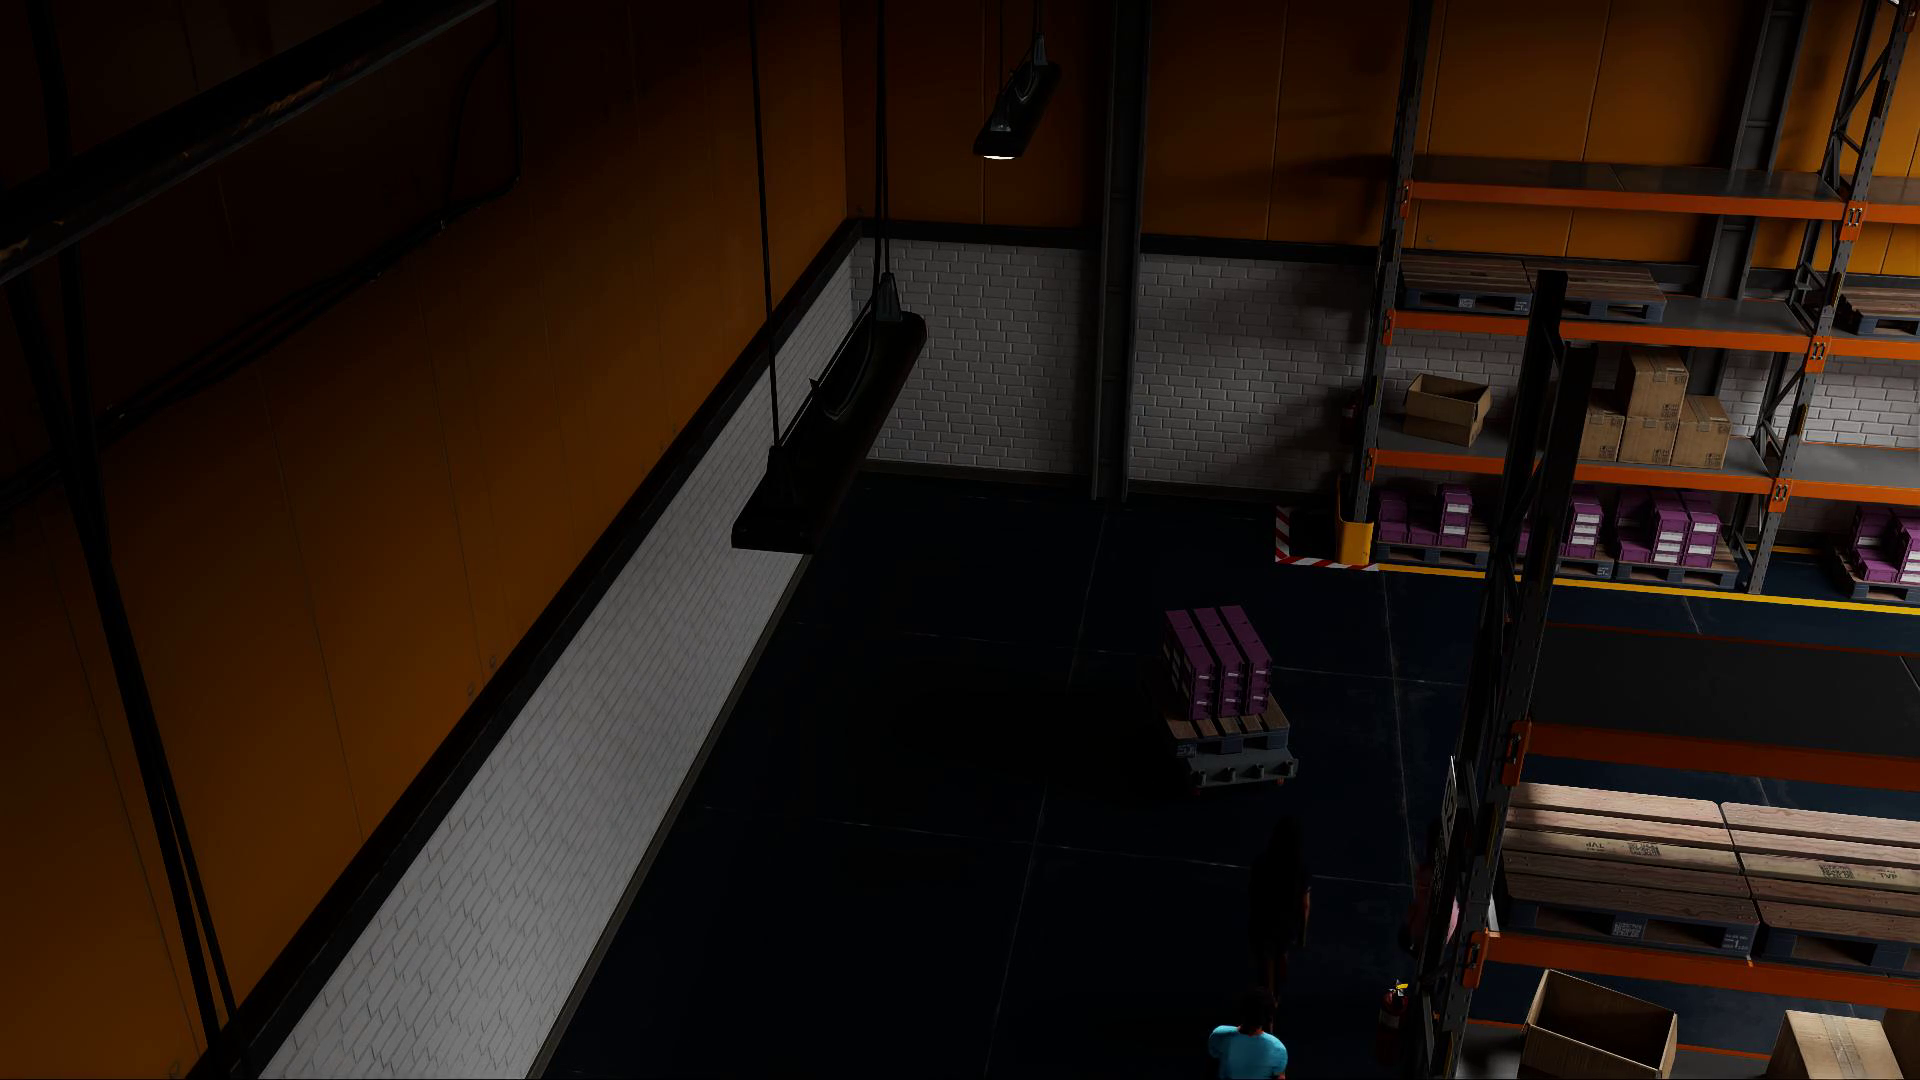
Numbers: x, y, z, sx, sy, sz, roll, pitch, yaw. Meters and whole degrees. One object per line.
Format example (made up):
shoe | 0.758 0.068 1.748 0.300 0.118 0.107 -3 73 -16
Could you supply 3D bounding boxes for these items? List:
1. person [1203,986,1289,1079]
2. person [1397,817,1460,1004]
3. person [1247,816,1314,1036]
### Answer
person | 1.659 3.424 9.887 0.592 1.763 0.745 10 30 17
person | 3.324 2.590 11.396 0.738 1.782 0.691 0 29 0
person | 2.129 2.692 11.254 0.694 1.740 0.651 3 29 5
